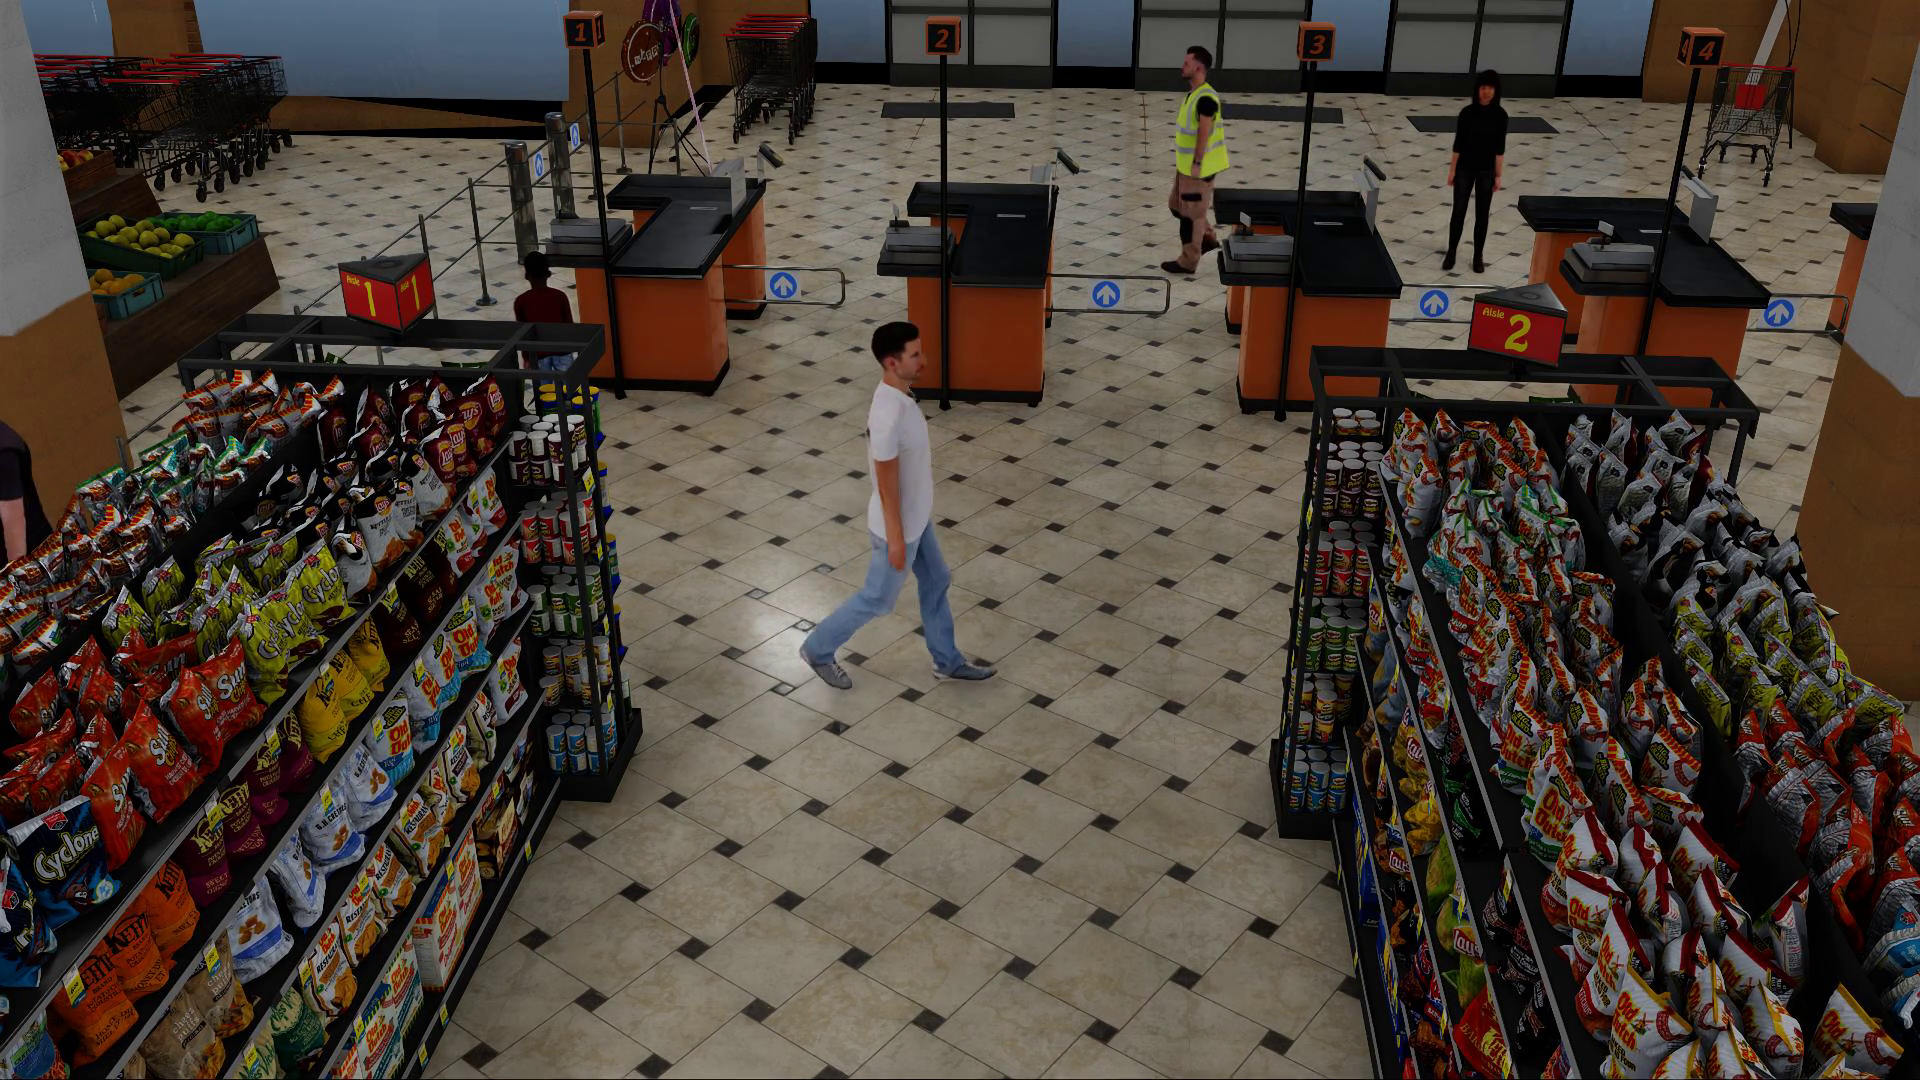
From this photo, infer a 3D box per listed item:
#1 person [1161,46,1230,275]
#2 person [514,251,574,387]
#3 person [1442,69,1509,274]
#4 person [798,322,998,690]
[{"bbox_3d":[1.981,-3.059,13.479,0.809,1.834,0.733,-2,27,-4],"label":"person"},{"bbox_3d":[-2.574,-1.186,10.431,0.566,1.250,0.589,-9,28,-17],"label":"person"},{"bbox_3d":[4.229,-3.026,13.630,0.615,1.638,0.577,9,28,17],"label":"person"},{"bbox_3d":[-0.370,-0.077,7.667,0.762,1.773,1.109,4,27,7],"label":"person"}]
